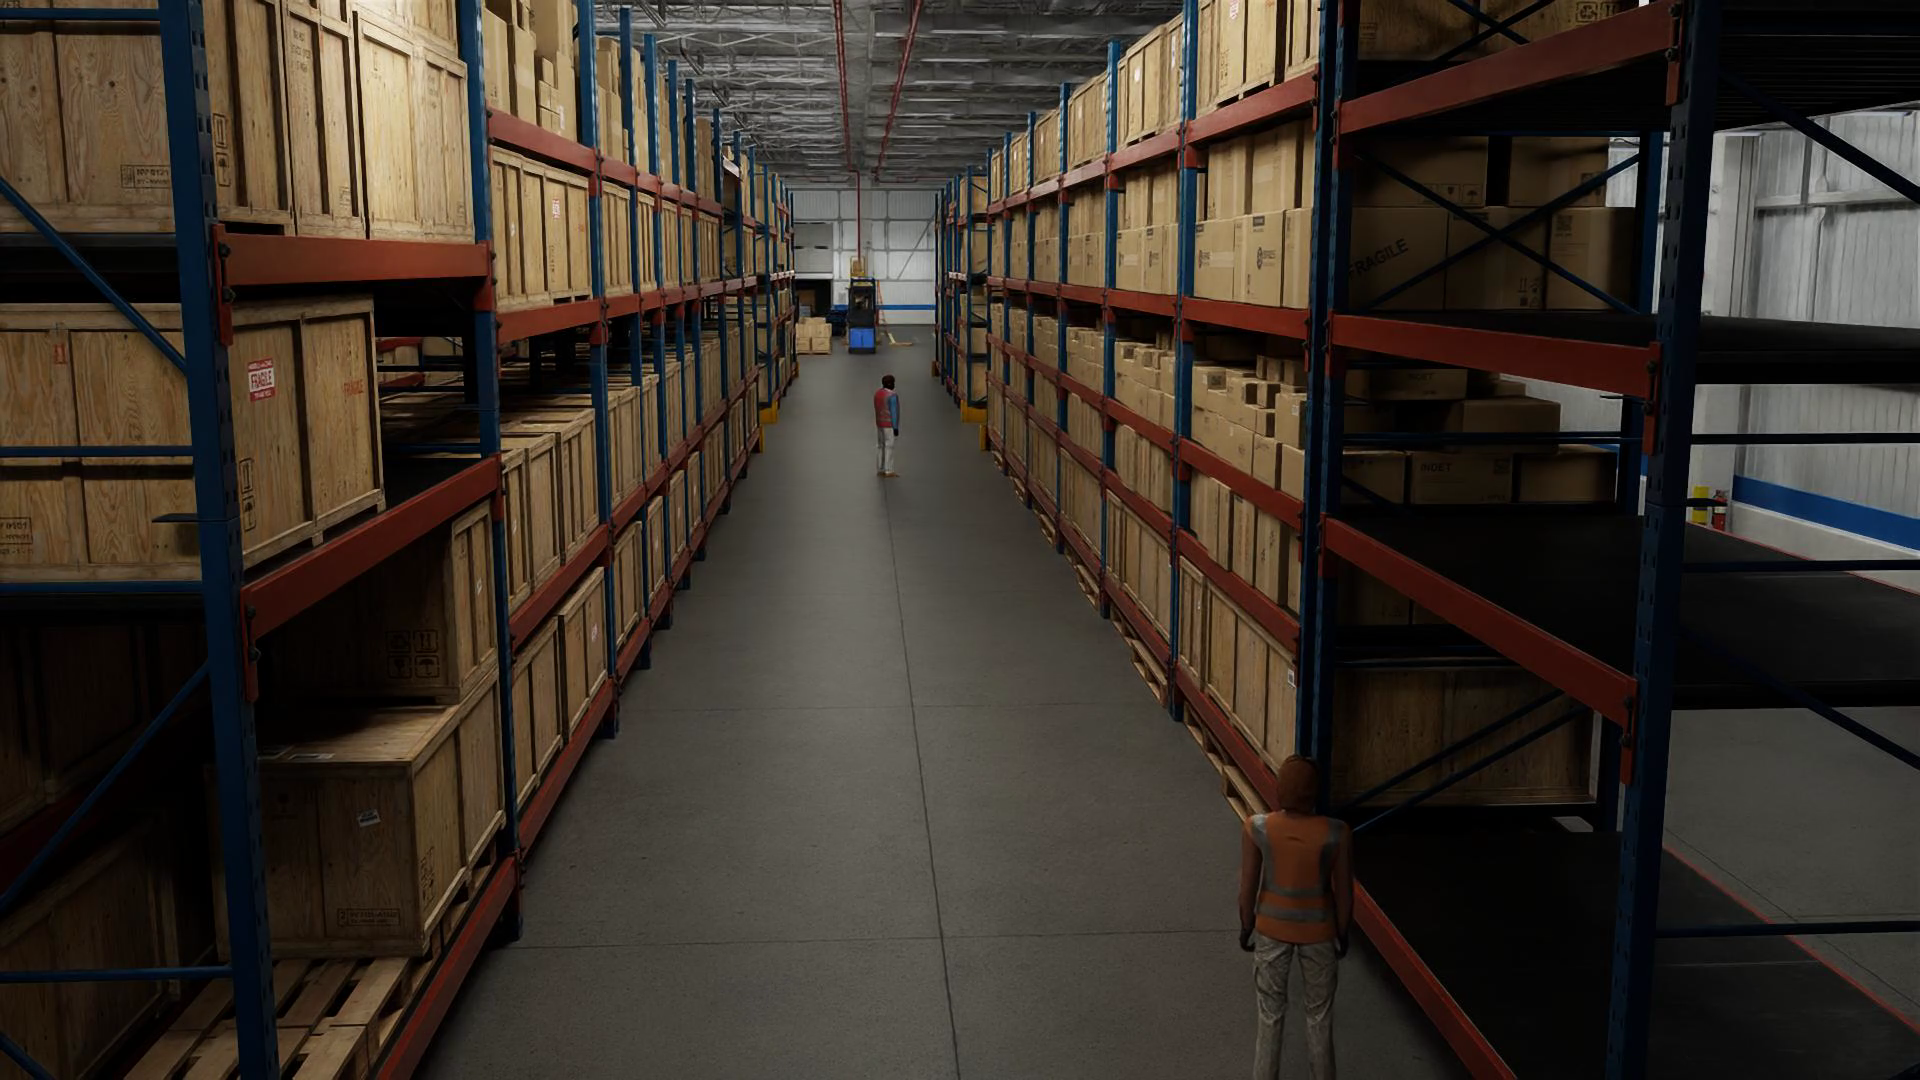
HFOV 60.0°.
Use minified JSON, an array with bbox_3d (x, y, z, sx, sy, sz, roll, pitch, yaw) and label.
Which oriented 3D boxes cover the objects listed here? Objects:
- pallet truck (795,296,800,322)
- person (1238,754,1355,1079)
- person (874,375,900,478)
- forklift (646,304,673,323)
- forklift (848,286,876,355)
[{"bbox_3d":[-8.622,-12.439,91.403,1.885,1.965,0.823,2,10,13],"label":"pallet truck"},{"bbox_3d":[1.516,1.779,7.532,0.514,1.642,0.314,2,10,13],"label":"person"},{"bbox_3d":[-1.286,-2.033,29.747,0.430,1.838,0.626,-7,12,-34],"label":"person"},{"bbox_3d":[-10.016,-6.866,55.484,1.129,2.768,1.873,-1,10,-3],"label":"forklift"},{"bbox_3d":[-4.080,-9.128,68.994,1.129,2.768,1.873,-1,10,-4],"label":"forklift"}]
